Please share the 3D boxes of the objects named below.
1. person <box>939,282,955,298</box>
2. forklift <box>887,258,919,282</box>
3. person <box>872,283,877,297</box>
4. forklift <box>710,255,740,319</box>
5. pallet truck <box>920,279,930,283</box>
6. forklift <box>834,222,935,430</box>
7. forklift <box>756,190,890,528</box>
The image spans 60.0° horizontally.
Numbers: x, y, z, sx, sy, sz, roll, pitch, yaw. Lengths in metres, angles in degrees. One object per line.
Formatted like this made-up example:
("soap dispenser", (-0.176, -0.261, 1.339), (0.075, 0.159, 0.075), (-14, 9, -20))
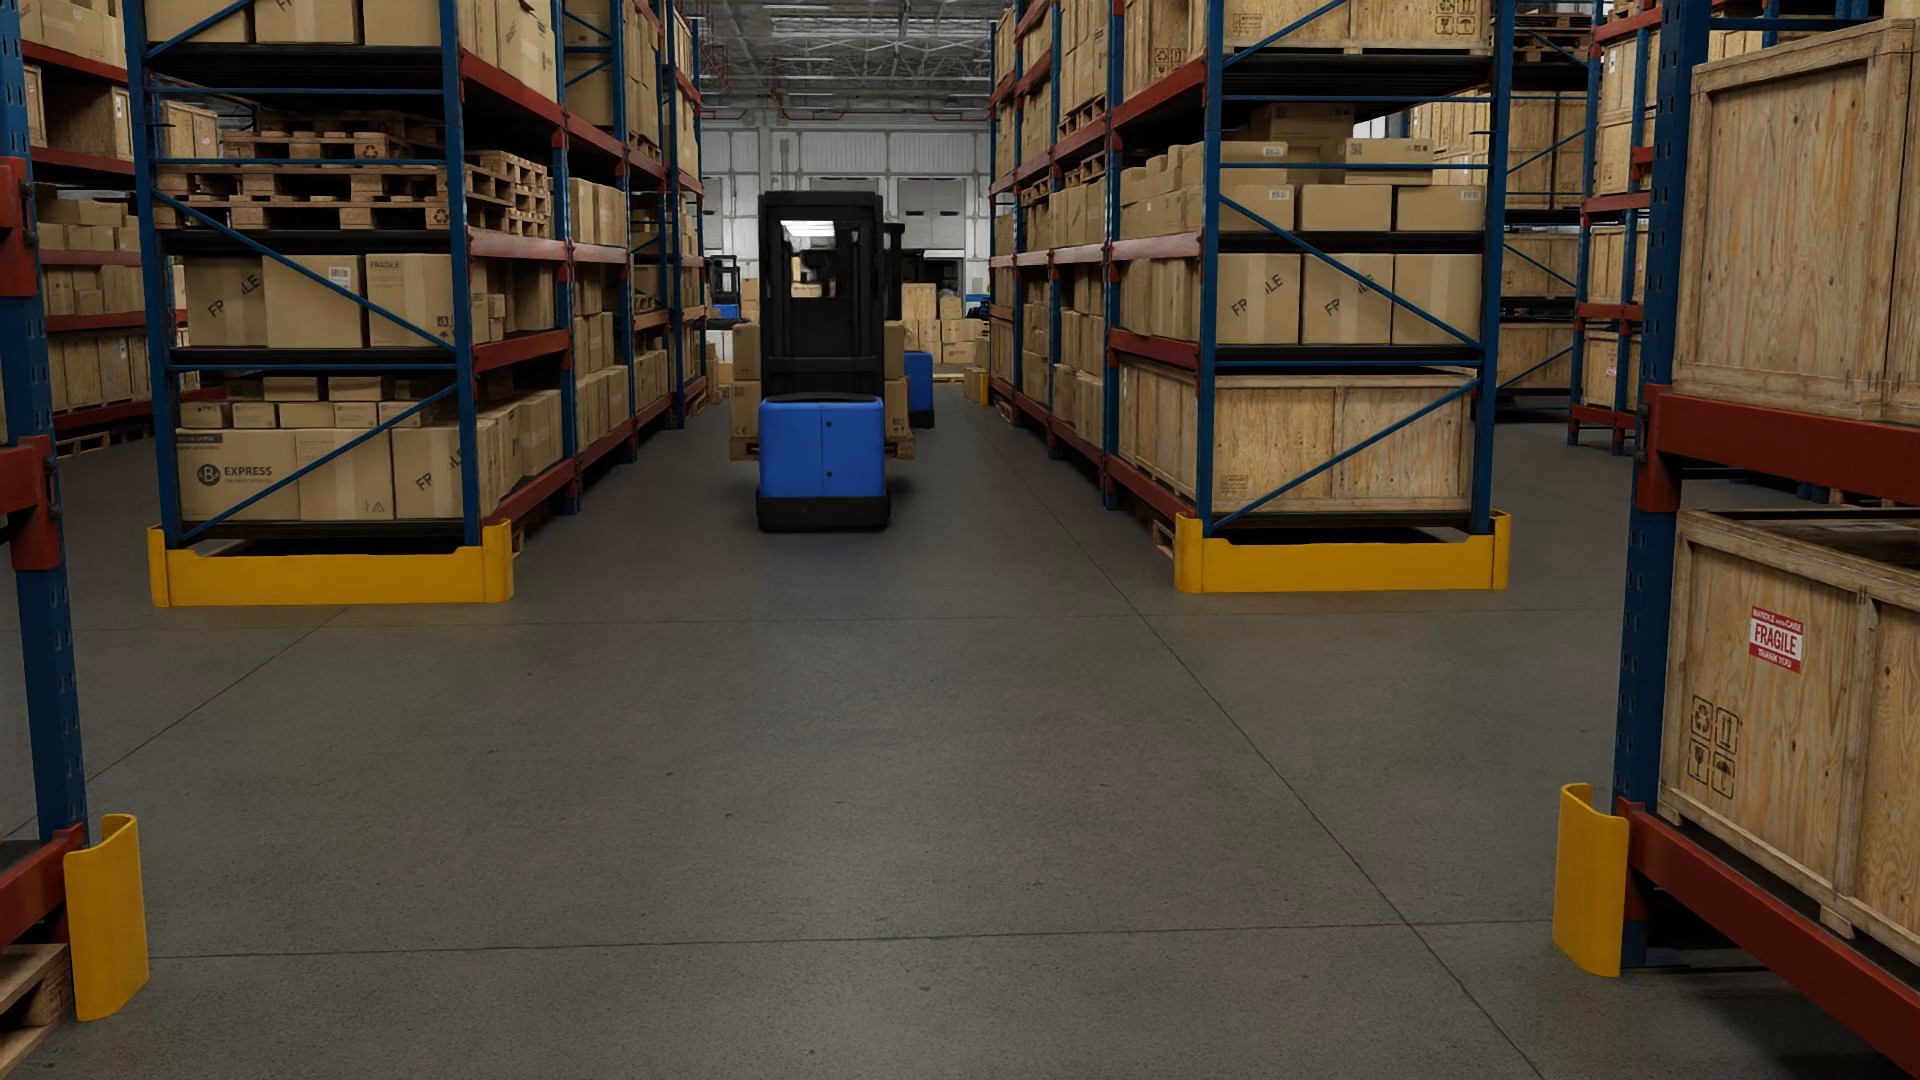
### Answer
("person", (-0.482, -8.131, 58.572), (0.656, 1.870, 1.050), (3, 10, 19))
("forklift", (-1.544, -6.484, 45.045), (1.129, 2.768, 1.873), (-1, 9, -4))
("person", (-2.301, -5.962, 44.843), (0.633, 1.909, 0.911), (7, 11, 37))
("forklift", (-8.364, -8.712, 59.035), (1.129, 2.768, 1.873), (-1, 9, -4))
("pallet truck", (-0.932, -8.922, 63.114), (1.885, 1.965, 0.823), (2, 9, 13))
("forklift", (-1.216, -2.922, 22.680), (1.129, 2.768, 1.873), (-5, 10, -29))
("forklift", (-1.183, -1.584, 14.274), (1.129, 2.768, 1.873), (-1, 9, -4))
